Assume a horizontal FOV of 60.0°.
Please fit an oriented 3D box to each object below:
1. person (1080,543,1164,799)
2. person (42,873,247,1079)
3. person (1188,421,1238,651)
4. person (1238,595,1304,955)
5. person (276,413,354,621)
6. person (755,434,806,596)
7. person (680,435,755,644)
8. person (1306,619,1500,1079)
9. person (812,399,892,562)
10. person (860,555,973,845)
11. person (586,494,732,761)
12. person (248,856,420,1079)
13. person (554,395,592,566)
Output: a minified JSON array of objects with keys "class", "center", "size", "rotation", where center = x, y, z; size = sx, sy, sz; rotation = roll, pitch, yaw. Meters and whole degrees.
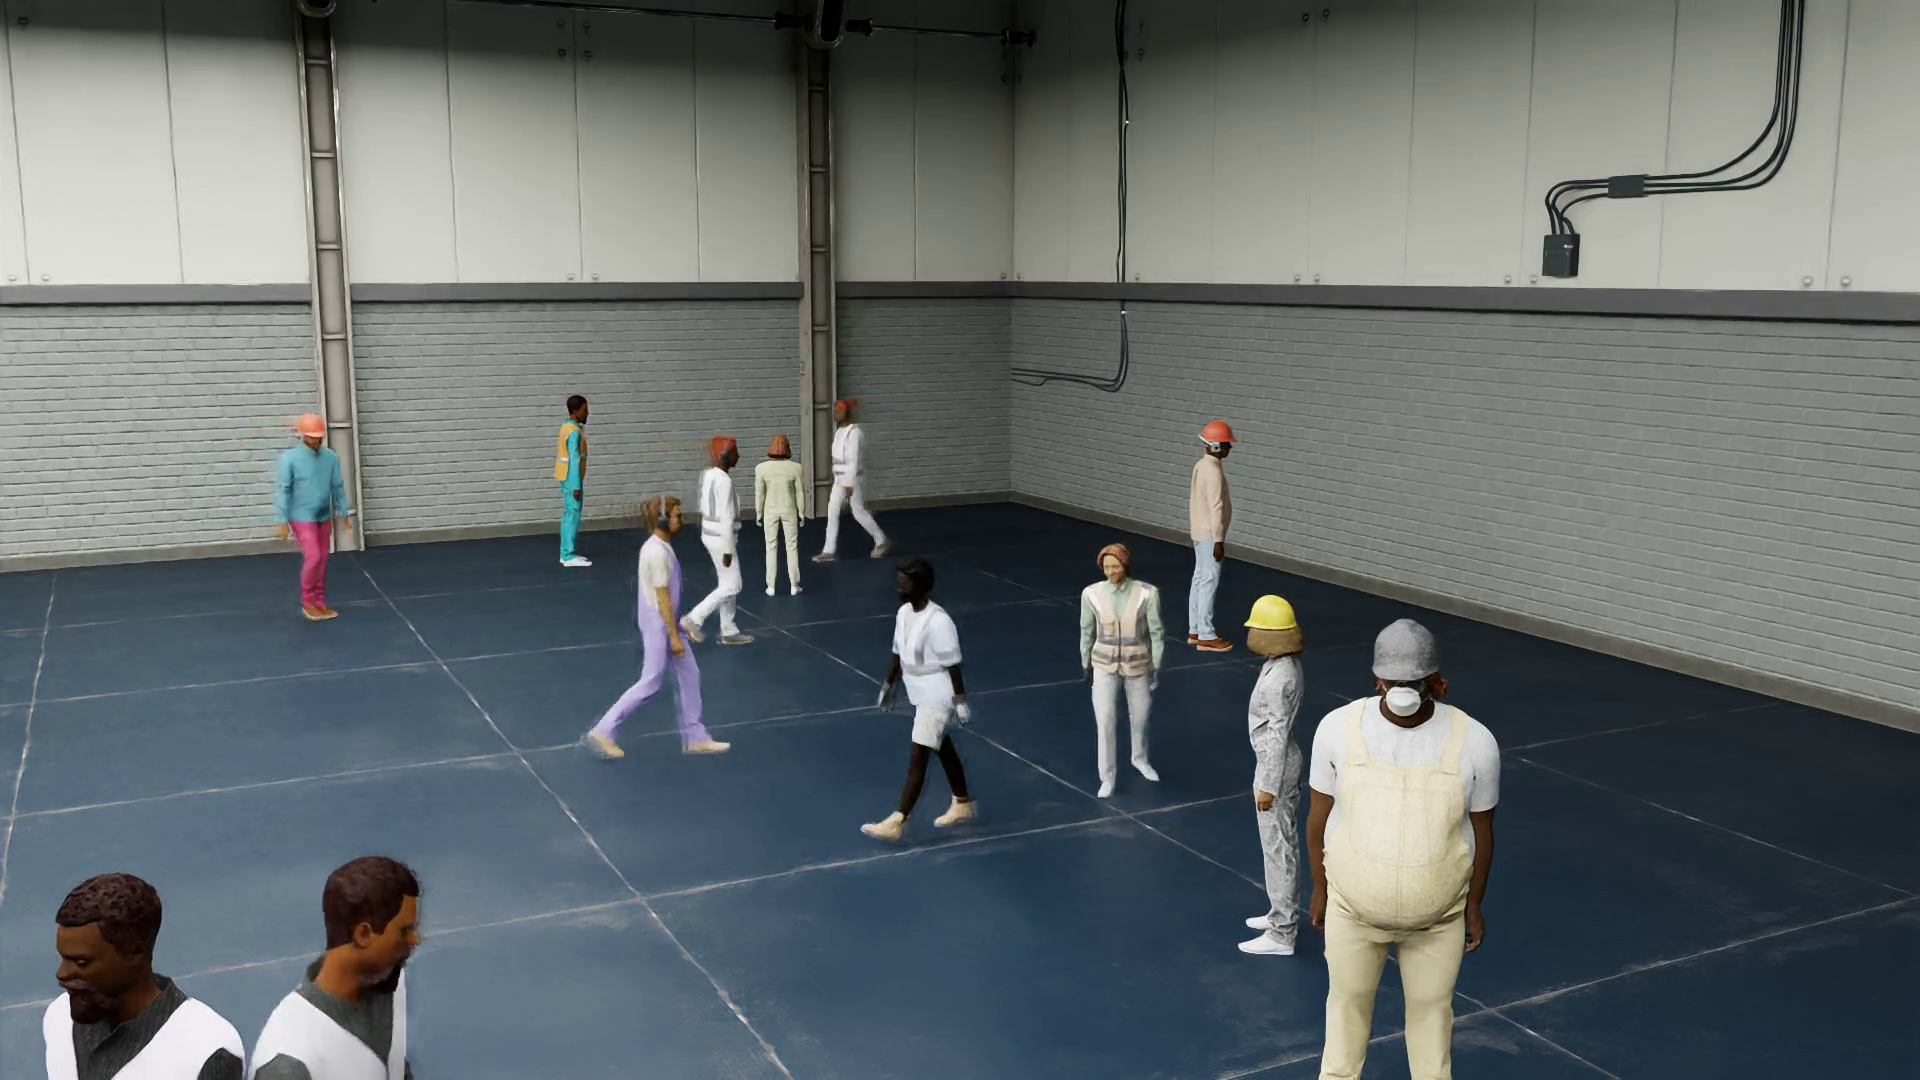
[{"class":"person","center":[1.028,0.788,10.506],"size":[0.531,1.608,0.593],"rotation":[2,9,10]},{"class":"person","center":[-1.911,1.700,3.936],"size":[0.596,1.915,0.380],"rotation":[4,10,24]},{"class":"person","center":[2.191,-0.042,14.429],"size":[0.396,1.992,0.622],"rotation":[-1,9,-5]},{"class":"person","center":[1.502,1.124,8.022],"size":[0.311,1.741,0.493],"rotation":[3,10,18]},{"class":"person","center":[-6.027,-0.207,15.520],"size":[0.506,1.962,0.661],"rotation":[5,11,29]},{"class":"person","center":[-1.815,-0.250,16.821],"size":[0.505,1.632,0.269],"rotation":[-1,9,-4]},{"class":"person","center":[-2.113,0.022,14.446],"size":[0.578,1.869,0.576],"rotation":[-3,10,-20]},{"class":"person","center":[1.604,1.288,6.094],"size":[0.682,2.000,0.537],"rotation":[3,10,15]},{"class":"person","center":[-1.216,-0.678,18.808],"size":[0.914,1.856,0.588],"rotation":[-6,11,-32]},{"class":"person","center":[-0.249,0.913,9.580],"size":[0.850,1.648,0.569],"rotation":[-5,10,-27]},{"class":"person","center":[-2.048,0.590,11.123],"size":[0.906,1.813,0.516],"rotation":[0,9,-3]},{"class":"person","center":[-1.535,1.694,4.089],"size":[0.457,1.886,0.621],"rotation":[1,9,7]},{"class":"person","center":[-4.311,-0.660,18.502],"size":[0.384,1.914,0.593],"rotation":[-3,10,-19]}]
